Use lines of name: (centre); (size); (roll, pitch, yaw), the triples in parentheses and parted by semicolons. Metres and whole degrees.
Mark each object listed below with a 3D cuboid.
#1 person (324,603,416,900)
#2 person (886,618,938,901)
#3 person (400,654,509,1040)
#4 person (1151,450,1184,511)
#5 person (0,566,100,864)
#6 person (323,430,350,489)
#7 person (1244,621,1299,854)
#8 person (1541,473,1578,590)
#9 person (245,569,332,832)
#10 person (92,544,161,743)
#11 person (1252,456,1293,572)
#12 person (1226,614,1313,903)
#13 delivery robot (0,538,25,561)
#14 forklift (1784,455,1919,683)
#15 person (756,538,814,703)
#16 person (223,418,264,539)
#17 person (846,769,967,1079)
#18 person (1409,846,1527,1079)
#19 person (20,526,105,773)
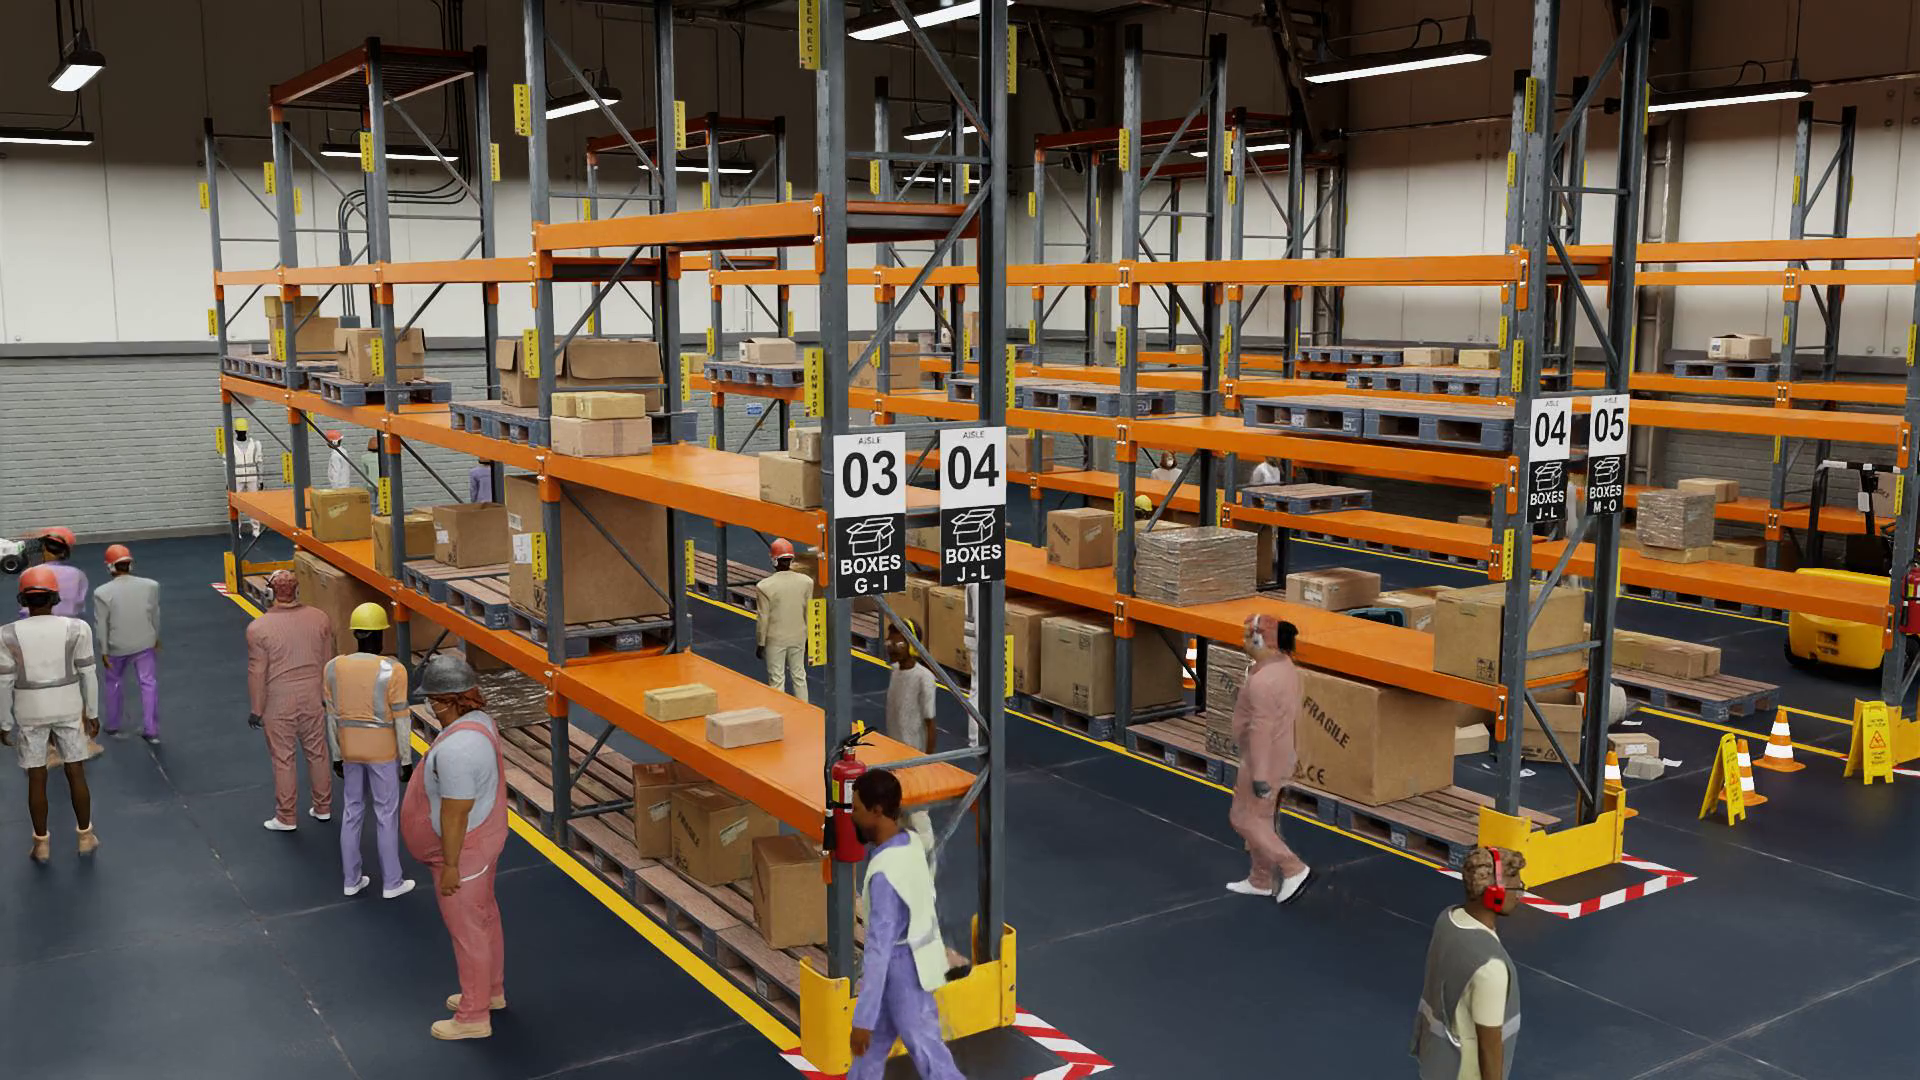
person: (-3.799, 1.358, 10.750); (0.584, 1.918, 0.407); (2, 9, 12)
person: (-0.334, 1.407, 10.575); (0.312, 1.866, 0.529); (-5, 10, -32)
person: (-2.666, 1.588, 8.786); (0.537, 2.000, 0.683); (-1, 9, -7)
person: (2.976, -0.482, 23.908); (0.507, 1.636, 0.277); (-1, 9, -4)
person: (-6.265, 1.190, 11.436); (0.615, 2.038, 0.395); (-5, 10, -30)
person: (-9.768, -0.864, 26.102); (0.349, 1.743, 0.563); (-1, 9, -8)
person: (2.129, 1.380, 11.353); (0.324, 1.685, 0.540); (-4, 9, -22)
person: (7.399, -0.093, 20.636); (0.728, 1.843, 0.506); (7, 11, 40)
person: (-4.877, 1.159, 12.085); (0.399, 1.910, 0.643); (7, 11, 38)
person: (-7.272, 0.891, 14.505); (0.801, 1.718, 0.585); (8, 12, 44)
person: (4.435, -0.458, 23.256); (0.604, 1.781, 0.858); (-6, 10, -33)
person: (1.969, 1.399, 10.601); (0.495, 1.879, 0.647); (4, 9, 25)
delivery robot: (-13.364, 0.144, 23.018); (0.707, 0.478, 0.477); (-3, 9, -18)
forklift: (9.643, 0.253, 17.172); (2.313, 2.155, 1.214); (-6, 10, -33)
person: (-1.551, 0.853, 14.631); (0.563, 1.752, 0.327); (-6, 10, -35)
person: (-11.291, -0.968, 26.234); (0.583, 1.917, 0.403); (-6, 10, -35)
person: (-0.282, 1.925, 7.182); (1.021, 1.849, 0.716); (0, 9, 3)
person: (1.931, 2.059, 6.358); (0.386, 1.834, 0.561); (0, 9, 1)
person: (-7.432, 0.895, 13.630); (0.377, 1.987, 0.706); (2, 9, 14)
